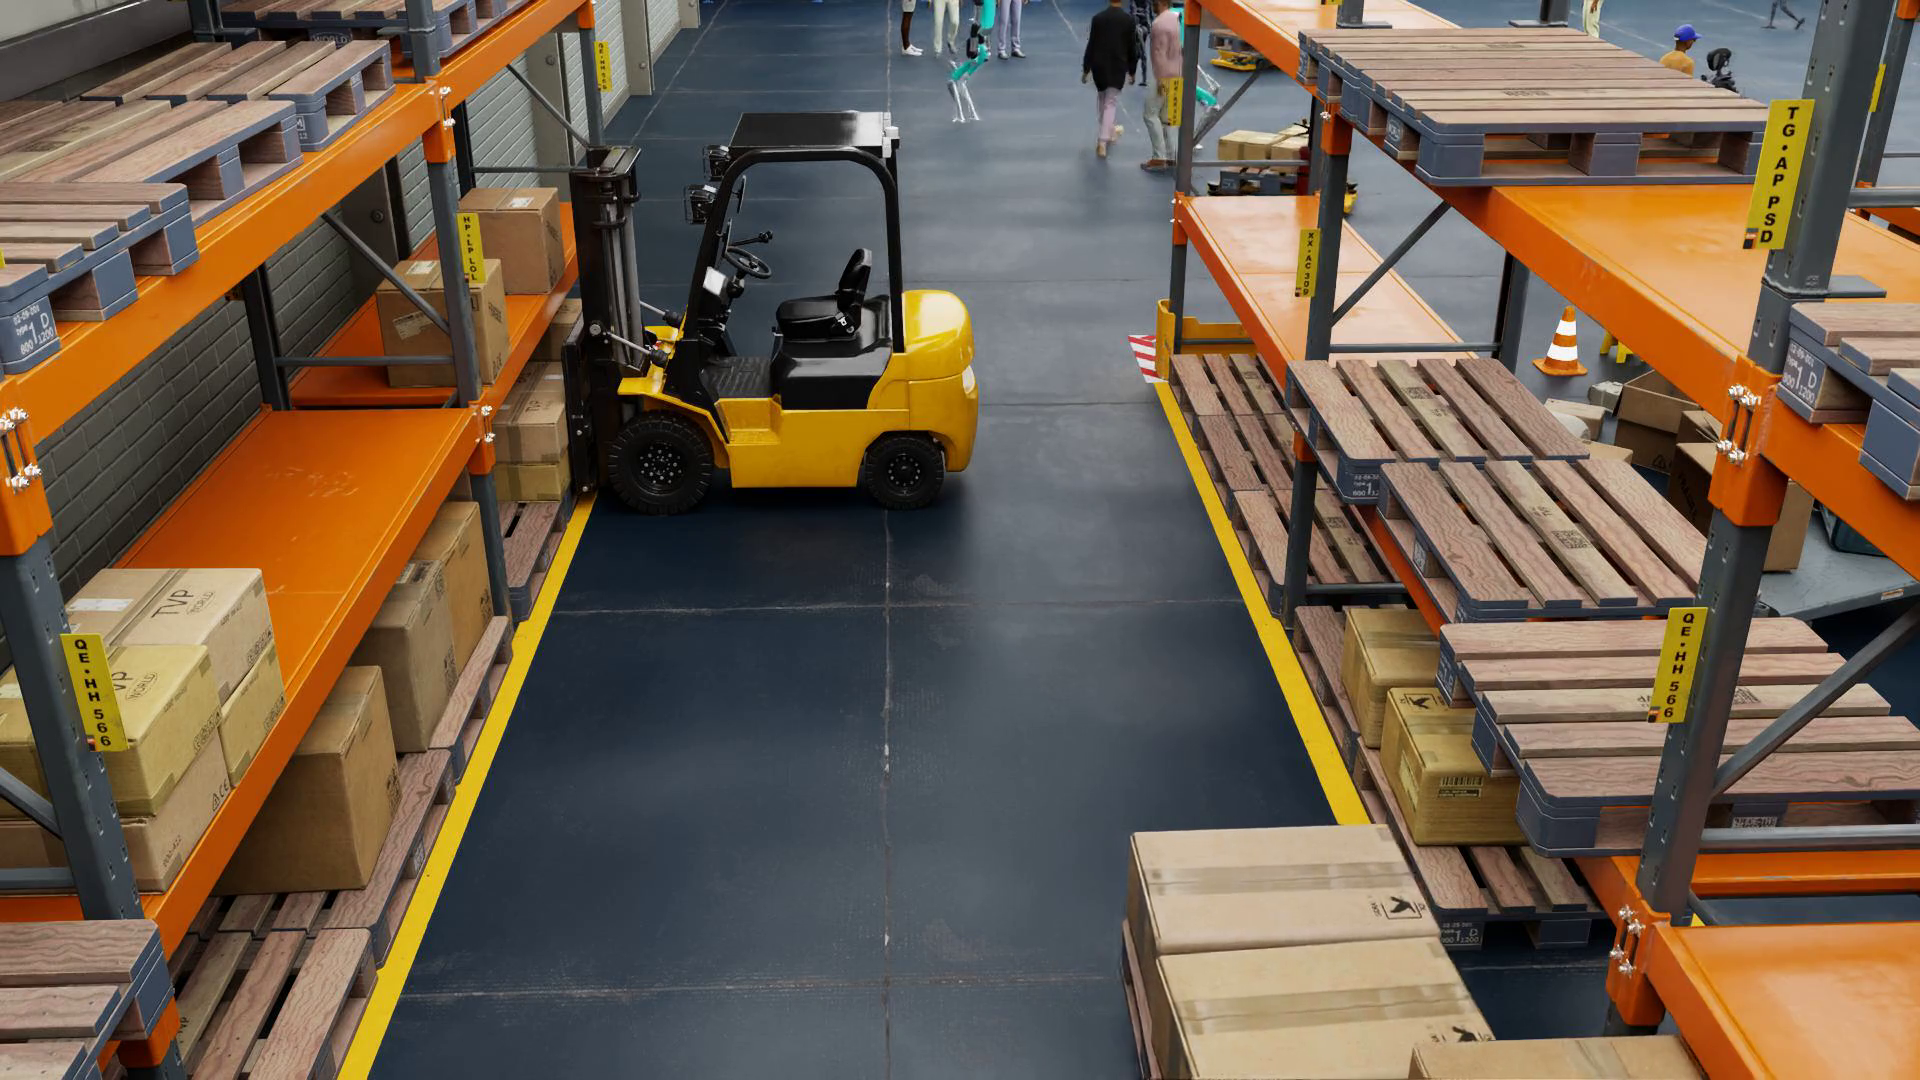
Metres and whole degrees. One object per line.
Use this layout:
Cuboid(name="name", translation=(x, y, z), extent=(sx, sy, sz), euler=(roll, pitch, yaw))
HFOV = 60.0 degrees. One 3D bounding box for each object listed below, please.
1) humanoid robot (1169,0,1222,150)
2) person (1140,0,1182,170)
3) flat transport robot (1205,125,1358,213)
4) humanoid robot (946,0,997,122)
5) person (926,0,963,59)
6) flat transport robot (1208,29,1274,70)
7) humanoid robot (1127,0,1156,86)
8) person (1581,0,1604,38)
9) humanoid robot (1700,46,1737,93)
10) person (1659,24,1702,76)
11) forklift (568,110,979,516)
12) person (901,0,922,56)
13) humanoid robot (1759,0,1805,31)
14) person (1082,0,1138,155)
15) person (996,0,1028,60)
Cuboid(name="humanoid robot", translation=(2.651, -5.200, 18.633), extent=(0.794, 1.805, 0.541), euler=(1, 25, 3))
Cuboid(name="person", translation=(2.193, -4.959, 17.902), extent=(0.472, 1.895, 0.668), euler=(11, 27, 21))
Cuboid(name="flat transport robot", translation=(3.237, -3.497, 16.709), extent=(1.431, 0.231, 0.659), euler=(9, 27, 18))
Cuboid(name="humanoid robot", translation=(0.089, -5.962, 20.221), extent=(0.736, 1.798, 0.535), euler=(11, 27, 22))
Cuboid(name="person", translation=(-0.218, -7.994, 24.509), extent=(0.583, 1.732, 0.388), euler=(-3, 25, -7))
Cuboid(name="flat transport robot", translation=(4.387, -7.018, 24.166), extent=(1.431, 0.231, 0.659), euler=(-16, 30, -30))
Cuboid(name="humanoid robot", translation=(2.399, -7.004, 22.553), extent=(0.730, 1.650, 0.589), euler=(18, 31, 34))
Cuboid(name="person", translation=(8.998, -7.656, 23.618), extent=(0.390, 1.891, 0.541), euler=(3, 25, 6))
Cuboid(name="humanoid robot", translation=(7.129, -3.824, 15.760), extent=(0.359, 1.645, 0.615), euler=(-6, 26, -13))
Cuboid(name="person", translation=(7.127, -4.274, 16.657), extent=(0.356, 1.718, 0.449), euler=(-11, 28, -22))
Cuboid(name="forklift", translation=(-1.043, -1.379, 9.976), extent=(2.313, 2.155, 1.214), euler=(-1, 25, -2))
Cuboid(name="person", translation=(-0.753, -8.216, 24.794), extent=(0.375, 1.901, 0.541), euler=(2, 25, 4))
Cuboid(name="humanoid robot", translation=(13.523, -9.150, 27.048), extent=(0.626, 1.631, 0.586), euler=(13, 28, 25))
Cuboid(name="person", translation=(1.699, -5.297, 18.738), extent=(0.601, 1.782, 0.995), euler=(10, 27, 19))
Cuboid(name="person", translation=(0.724, -8.031, 24.486), extent=(0.564, 1.833, 0.394), euler=(-16, 30, -31))
